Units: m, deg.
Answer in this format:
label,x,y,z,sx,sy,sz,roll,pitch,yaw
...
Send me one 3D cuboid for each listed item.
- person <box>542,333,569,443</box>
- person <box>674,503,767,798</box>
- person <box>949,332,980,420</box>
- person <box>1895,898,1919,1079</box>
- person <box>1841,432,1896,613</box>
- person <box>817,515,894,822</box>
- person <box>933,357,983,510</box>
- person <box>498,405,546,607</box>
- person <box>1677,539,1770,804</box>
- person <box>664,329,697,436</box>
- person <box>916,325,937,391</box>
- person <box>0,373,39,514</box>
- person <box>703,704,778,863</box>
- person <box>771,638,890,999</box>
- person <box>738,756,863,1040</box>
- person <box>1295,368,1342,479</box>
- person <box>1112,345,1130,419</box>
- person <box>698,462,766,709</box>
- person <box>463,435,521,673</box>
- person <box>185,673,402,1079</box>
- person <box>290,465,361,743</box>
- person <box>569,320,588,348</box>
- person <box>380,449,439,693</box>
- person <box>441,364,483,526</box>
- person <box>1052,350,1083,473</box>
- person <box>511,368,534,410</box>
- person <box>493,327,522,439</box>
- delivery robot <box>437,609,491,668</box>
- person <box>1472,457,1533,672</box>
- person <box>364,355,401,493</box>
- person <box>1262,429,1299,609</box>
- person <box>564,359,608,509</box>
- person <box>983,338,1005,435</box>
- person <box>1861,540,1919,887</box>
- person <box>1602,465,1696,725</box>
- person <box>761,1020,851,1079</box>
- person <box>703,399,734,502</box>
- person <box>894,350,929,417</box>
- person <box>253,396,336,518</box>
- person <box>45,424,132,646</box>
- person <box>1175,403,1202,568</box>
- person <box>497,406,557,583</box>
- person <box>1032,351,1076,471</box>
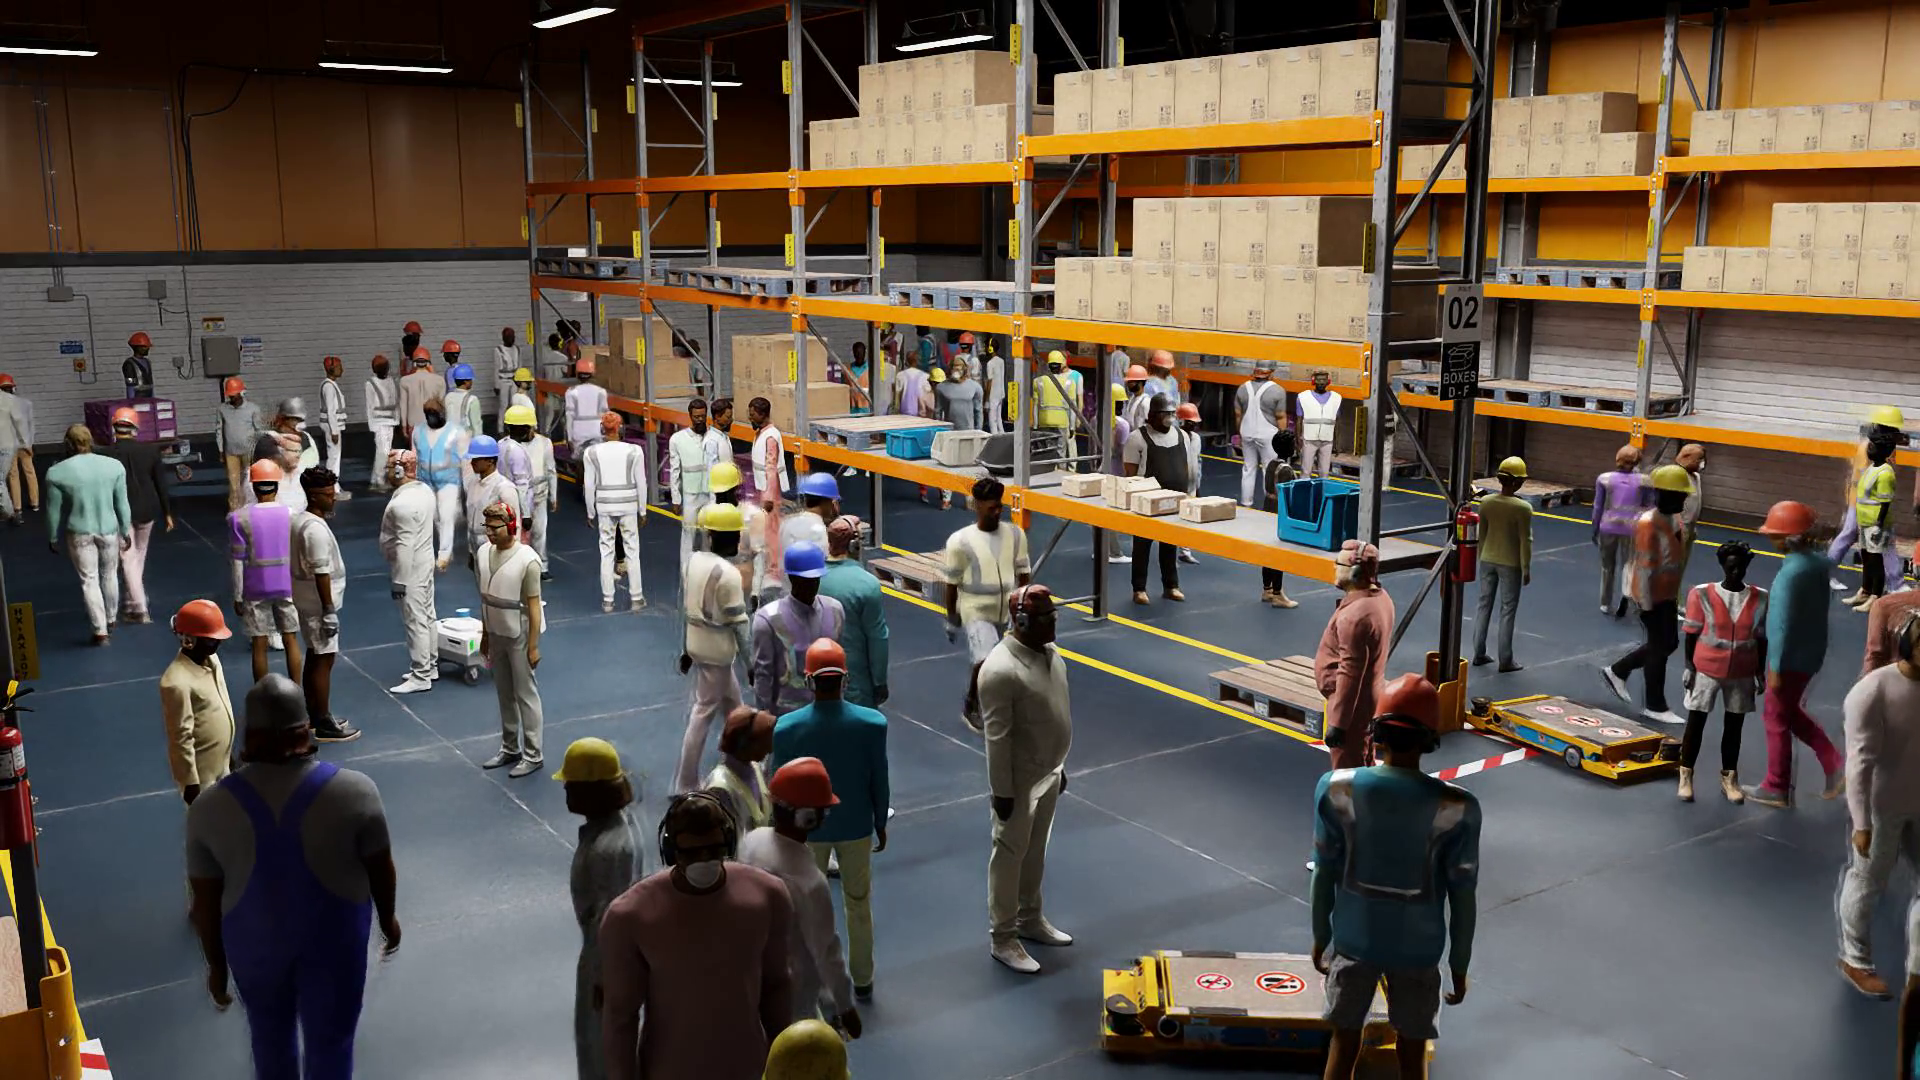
label,x,y,z,sx,sy,sz,roll,pitch,yaw
person,-6.464,-2.385,26.558,0.525,1.841,0.812,2,11,8
person,-1.452,0.696,10.658,0.938,1.884,0.611,-6,13,-30
person,0.094,-2.206,25.440,0.543,1.929,0.386,8,14,37
person,3.343,1.761,5.433,0.514,1.837,0.697,8,14,36
person,8.544,-0.162,15.565,0.318,1.697,0.535,2,11,11
person,-0.688,0.792,10.145,0.641,1.908,0.407,7,13,31
person,-0.023,-1.336,20.953,0.636,1.937,0.358,1,11,3
person,-4.171,-0.319,15.774,0.372,1.925,0.596,-6,13,-28
person,4.826,0.826,10.503,0.535,1.697,0.322,2,11,11
person,-4.320,-2.264,25.437,0.728,2.000,1.063,-1,11,-7
person,-0.615,-3.083,30.241,0.438,1.815,0.701,1,11,4
person,-11.820,-1.204,20.758,0.339,1.748,0.565,6,12,27
person,-0.997,1.510,7.181,0.431,1.613,0.575,2,11,12
person,-0.611,1.320,7.864,0.563,1.743,0.350,-1,11,-6
person,-0.552,1.643,6.292,0.865,1.705,0.582,-6,12,-27
person,4.403,-1.200,20.493,0.565,1.846,0.390,-1,11,-6
person,2.535,-2.361,26.477,0.357,1.835,0.516,-8,14,-36
person,-1.720,0.321,12.666,0.595,1.871,0.985,3,12,16
person,-3.801,0.110,13.522,0.604,1.949,0.398,9,14,40
person,-2.522,1.456,6.400,0.699,2.000,0.910,-3,11,-13
person,-4.523,0.446,11.765,0.365,1.962,0.610,-7,13,-31
person,-6.531,-2.803,28.487,0.374,1.933,0.625,0,11,1
person,-4.304,0.238,12.977,0.407,1.910,0.640,0,11,-2
person,-5.903,-1.122,19.830,0.605,1.948,0.405,7,13,31
person,1.466,-1.740,23.256,0.571,1.843,0.373,8,14,37
person,-5.584,-1.325,21.334,0.329,1.769,0.526,1,11,3
person,-7.499,-2.593,27.590,0.469,1.859,0.598,7,13,33
delivery robot,-3.978,0.796,13.352,0.707,0.478,0.477,9,14,40
person,4.444,0.195,13.574,0.339,1.762,0.525,-7,13,-32
person,-7.802,-1.567,22.365,0.491,1.856,0.613,4,12,20
person,3.044,-0.205,15.788,0.319,1.696,0.532,-2,11,-8
person,-4.755,-1.355,21.192,0.568,1.879,0.996,-5,12,-23
person,0.508,-2.131,25.227,0.326,1.863,0.510,5,12,25
person,5.281,0.940,9.158,0.612,1.995,0.382,1,11,6
person,5.103,0.379,12.249,0.605,1.912,0.595,10,15,42
person,-0.404,2.040,4.218,0.491,1.729,0.324,4,12,18
person,-2.402,-0.455,16.540,0.408,1.907,0.598,0,11,0
person,-0.682,-1.768,23.488,0.534,1.818,0.493,-2,11,-8
person,-6.183,-0.359,15.689,0.685,2.000,0.708,5,12,23
person,-7.626,-0.065,14.518,0.646,1.906,0.866,-9,14,-39
person,2.371,-0.581,17.593,0.571,1.743,0.351,-9,14,-38
person,-4.336,-0.441,16.698,0.601,1.823,0.417,-6,13,-28
person,1.249,-1.560,22.166,0.581,1.919,0.391,1,11,4
